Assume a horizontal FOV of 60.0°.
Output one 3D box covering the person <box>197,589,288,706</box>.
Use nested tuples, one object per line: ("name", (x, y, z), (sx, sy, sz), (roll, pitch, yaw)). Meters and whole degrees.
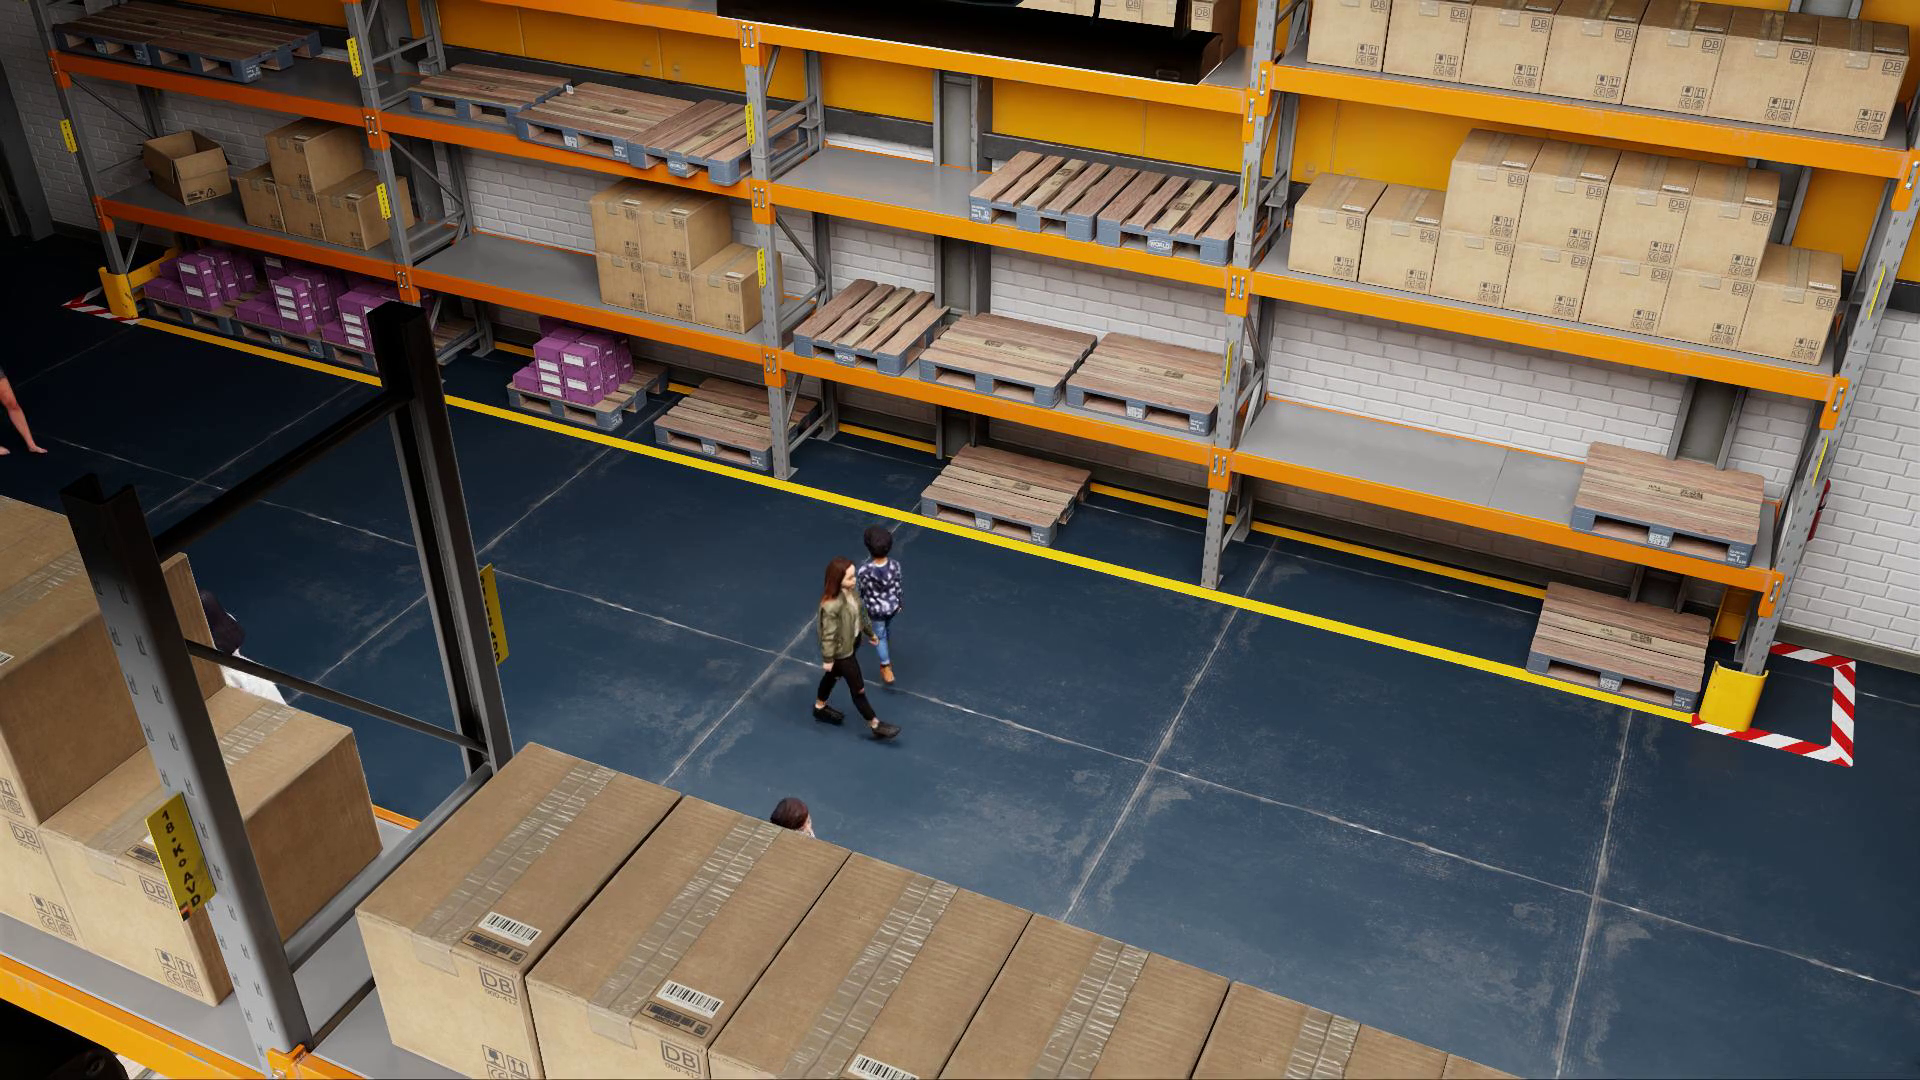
("person", (-4.647, 1.066, 10.929), (1.267, 1.716, 0.829), (6, 34, 8))

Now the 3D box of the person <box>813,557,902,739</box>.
("person", (-0.881, 0.734, 11.678), (0.956, 1.440, 0.644), (11, 35, 16))

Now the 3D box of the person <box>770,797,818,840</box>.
("person", (-1.003, 2.049, 9.604), (0.809, 1.546, 0.647), (9, 35, 13))

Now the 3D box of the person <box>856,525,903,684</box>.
("person", (-0.566, 0.494, 12.230), (0.811, 1.230, 0.887), (-12, 35, -17))
